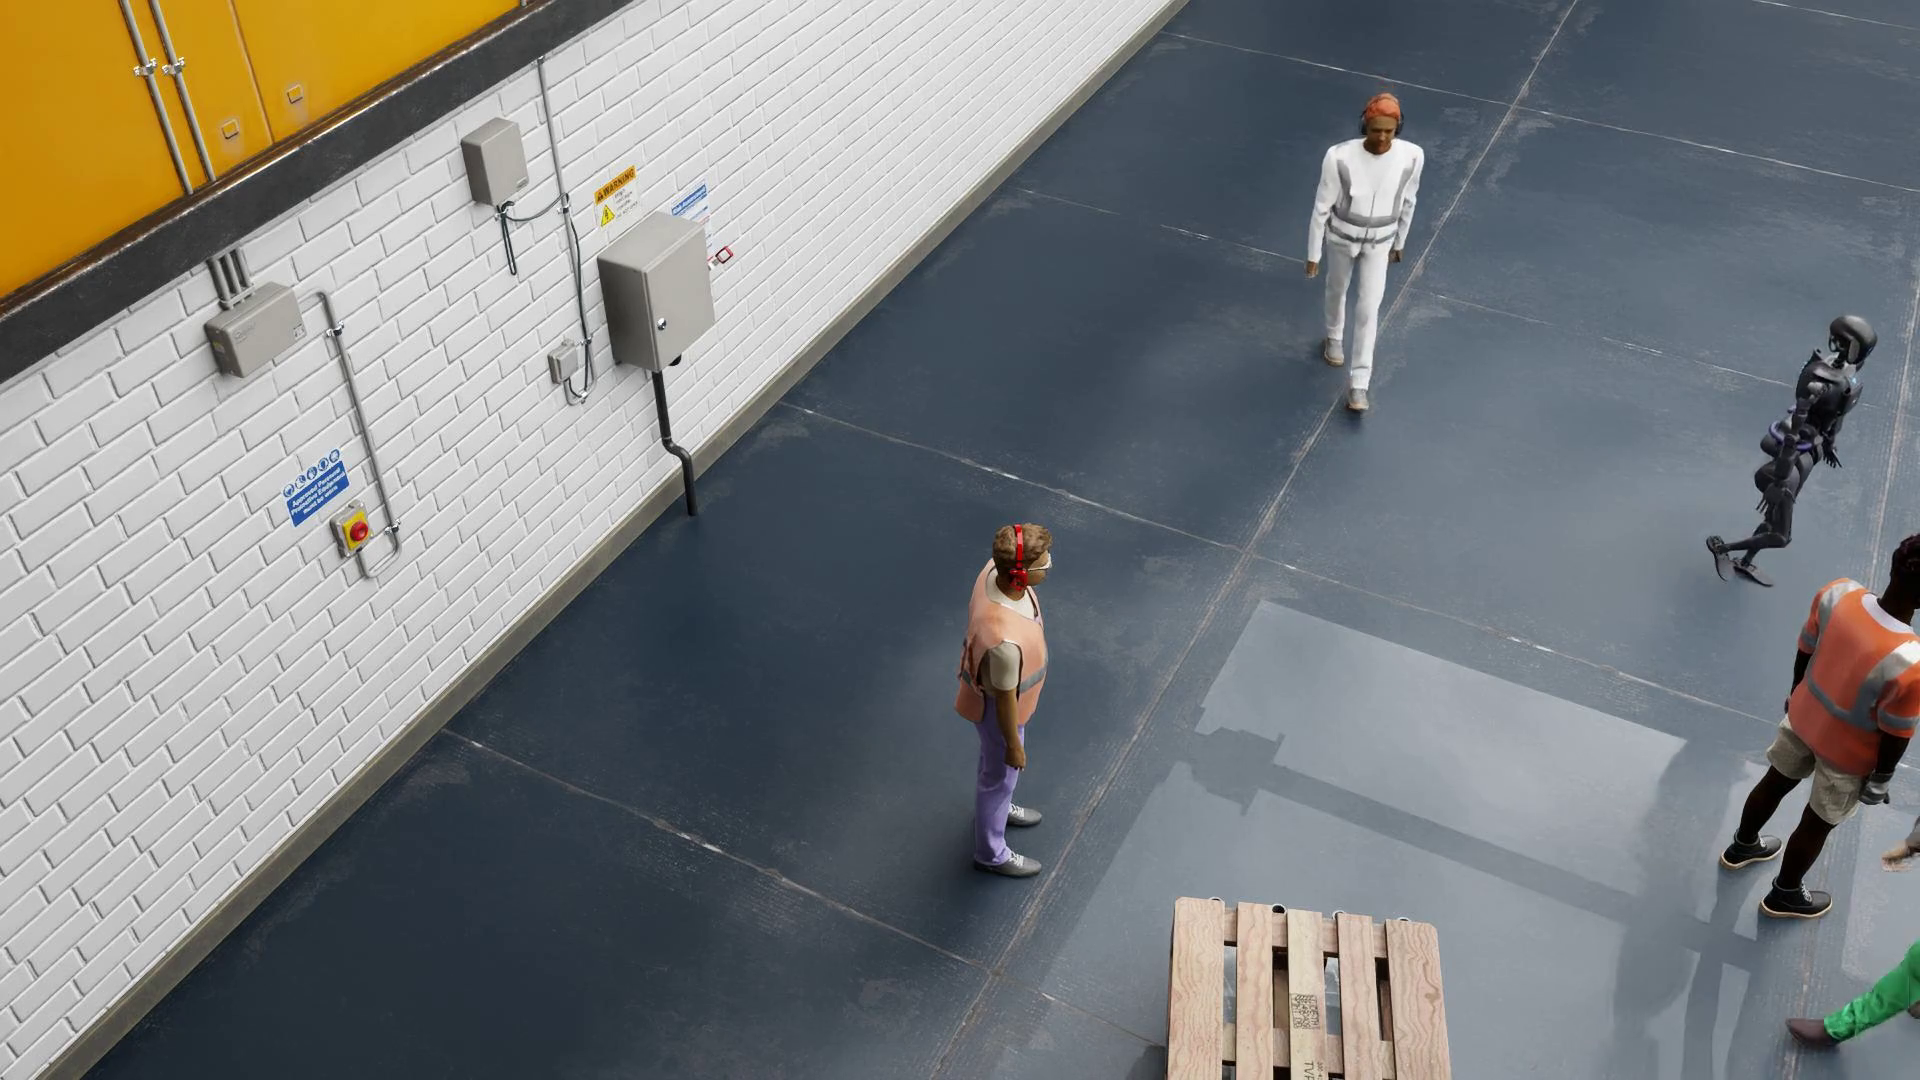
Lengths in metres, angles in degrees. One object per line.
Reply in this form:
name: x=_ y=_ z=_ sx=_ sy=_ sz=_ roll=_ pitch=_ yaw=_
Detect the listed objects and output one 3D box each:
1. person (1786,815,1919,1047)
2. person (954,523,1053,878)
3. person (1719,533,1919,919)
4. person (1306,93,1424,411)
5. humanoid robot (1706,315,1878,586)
person: x=3.733 y=1.274 z=6.186 sx=0.920 sy=1.792 sz=0.499 roll=0 pitch=41 yaw=0
person: x=0.173 y=0.664 z=6.868 sx=0.388 sy=1.839 sz=0.559 roll=1 pitch=41 yaw=2
person: x=3.529 y=0.759 z=6.663 sx=0.368 sy=1.962 sz=0.602 roll=-10 pitch=42 yaw=-12
person: x=2.292 y=-1.655 z=9.555 sx=0.594 sy=1.828 sz=0.977 roll=3 pitch=41 yaw=4
humanoid robot: x=4.144 y=-0.438 z=8.268 sx=0.589 sy=1.649 sz=0.395 roll=-31 pitch=50 yaw=-31
